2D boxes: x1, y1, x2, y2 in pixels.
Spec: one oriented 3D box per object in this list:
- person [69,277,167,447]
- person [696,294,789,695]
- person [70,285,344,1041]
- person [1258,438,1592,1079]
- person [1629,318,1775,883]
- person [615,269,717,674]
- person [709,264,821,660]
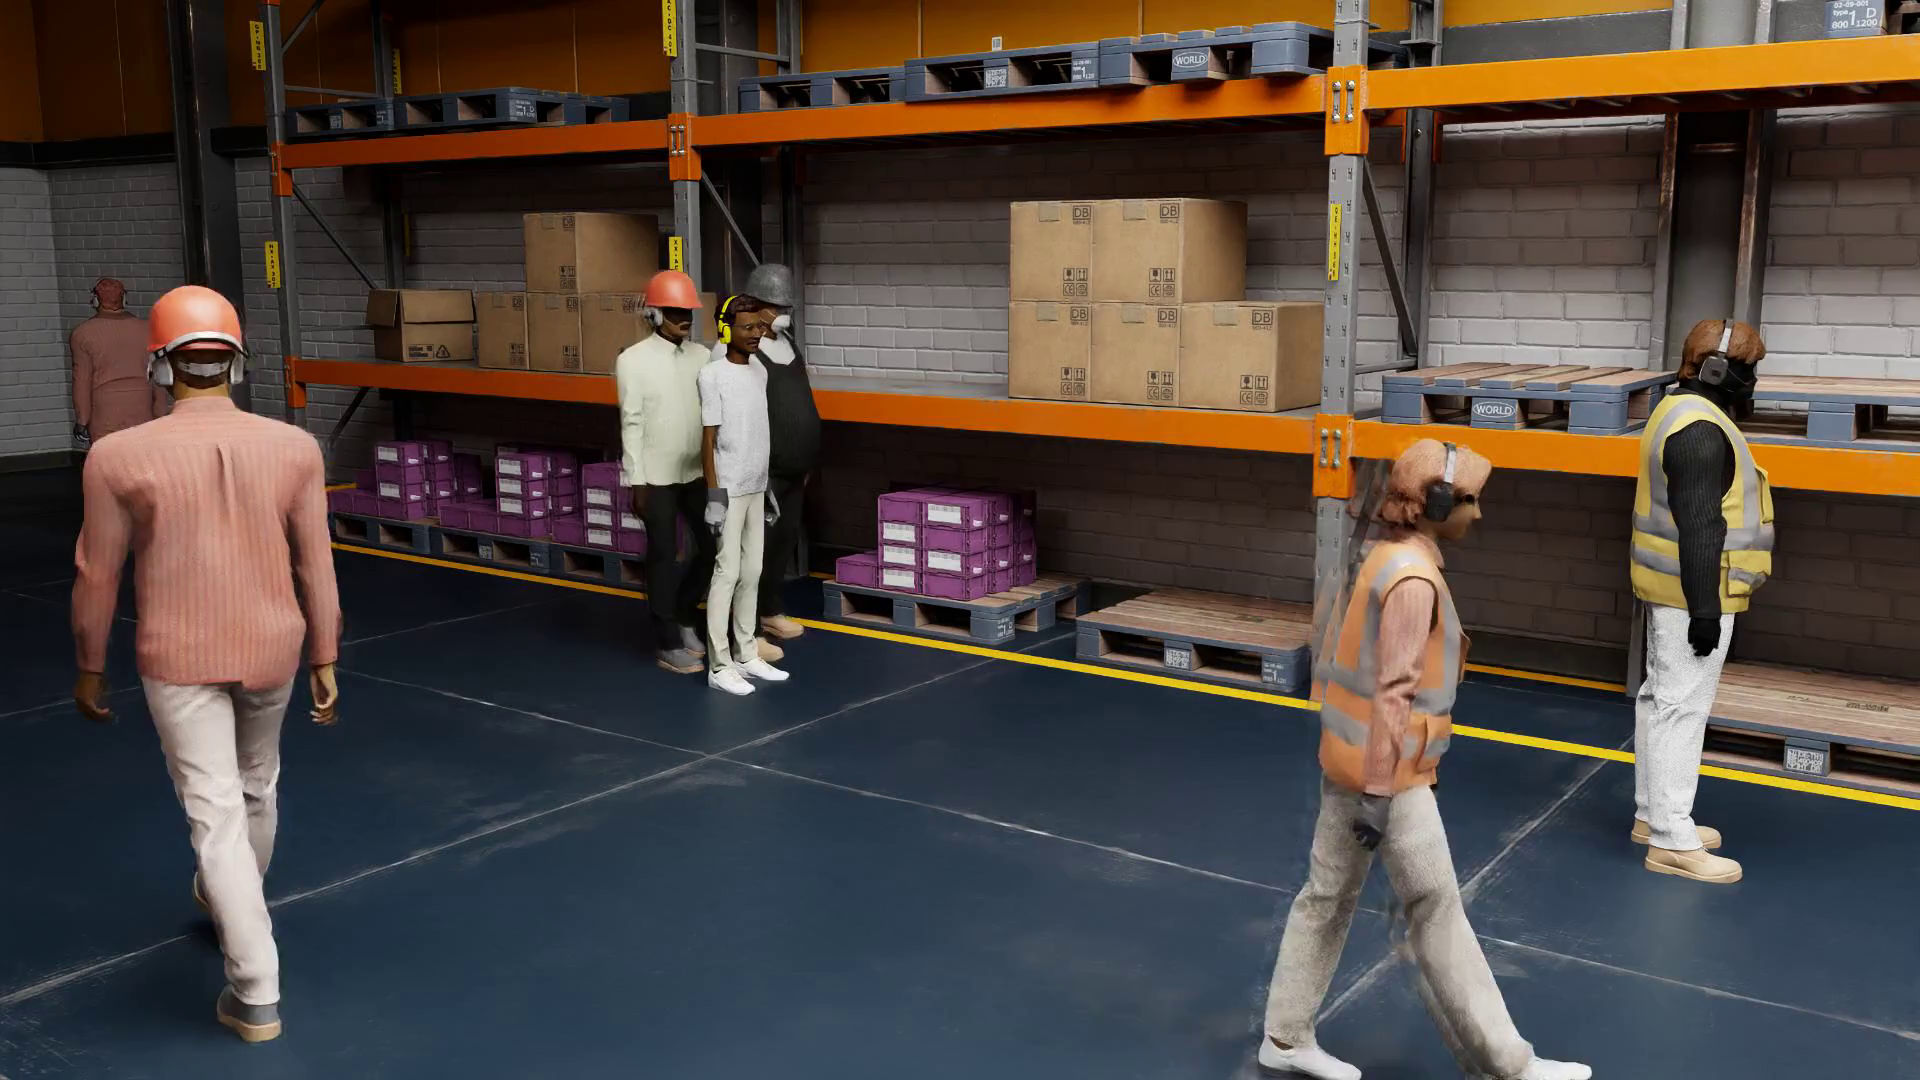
[{"bbox_3d":[-5.926,-0.886,11.715,0.401,1.906,0.650,8,12,38],"label":"person"},{"bbox_3d":[-1.025,-0.217,7.850,0.316,1.867,0.532,5,11,26],"label":"person"},{"bbox_3d":[-2.075,0.300,4.528,0.981,1.951,0.615,9,13,44],"label":"person"},{"bbox_3d":[1.128,0.561,3.983,0.835,1.594,0.529,1,10,5],"label":"person"},{"bbox_3d":[2.451,0.189,5.528,0.428,1.838,0.621,3,10,16],"label":"person"},{"bbox_3d":[-1.395,-0.321,8.132,0.435,1.977,0.631,9,13,42],"label":"person"},{"bbox_3d":[-1.006,-0.421,8.547,0.594,2.000,0.777,4,10,23],"label":"person"}]
